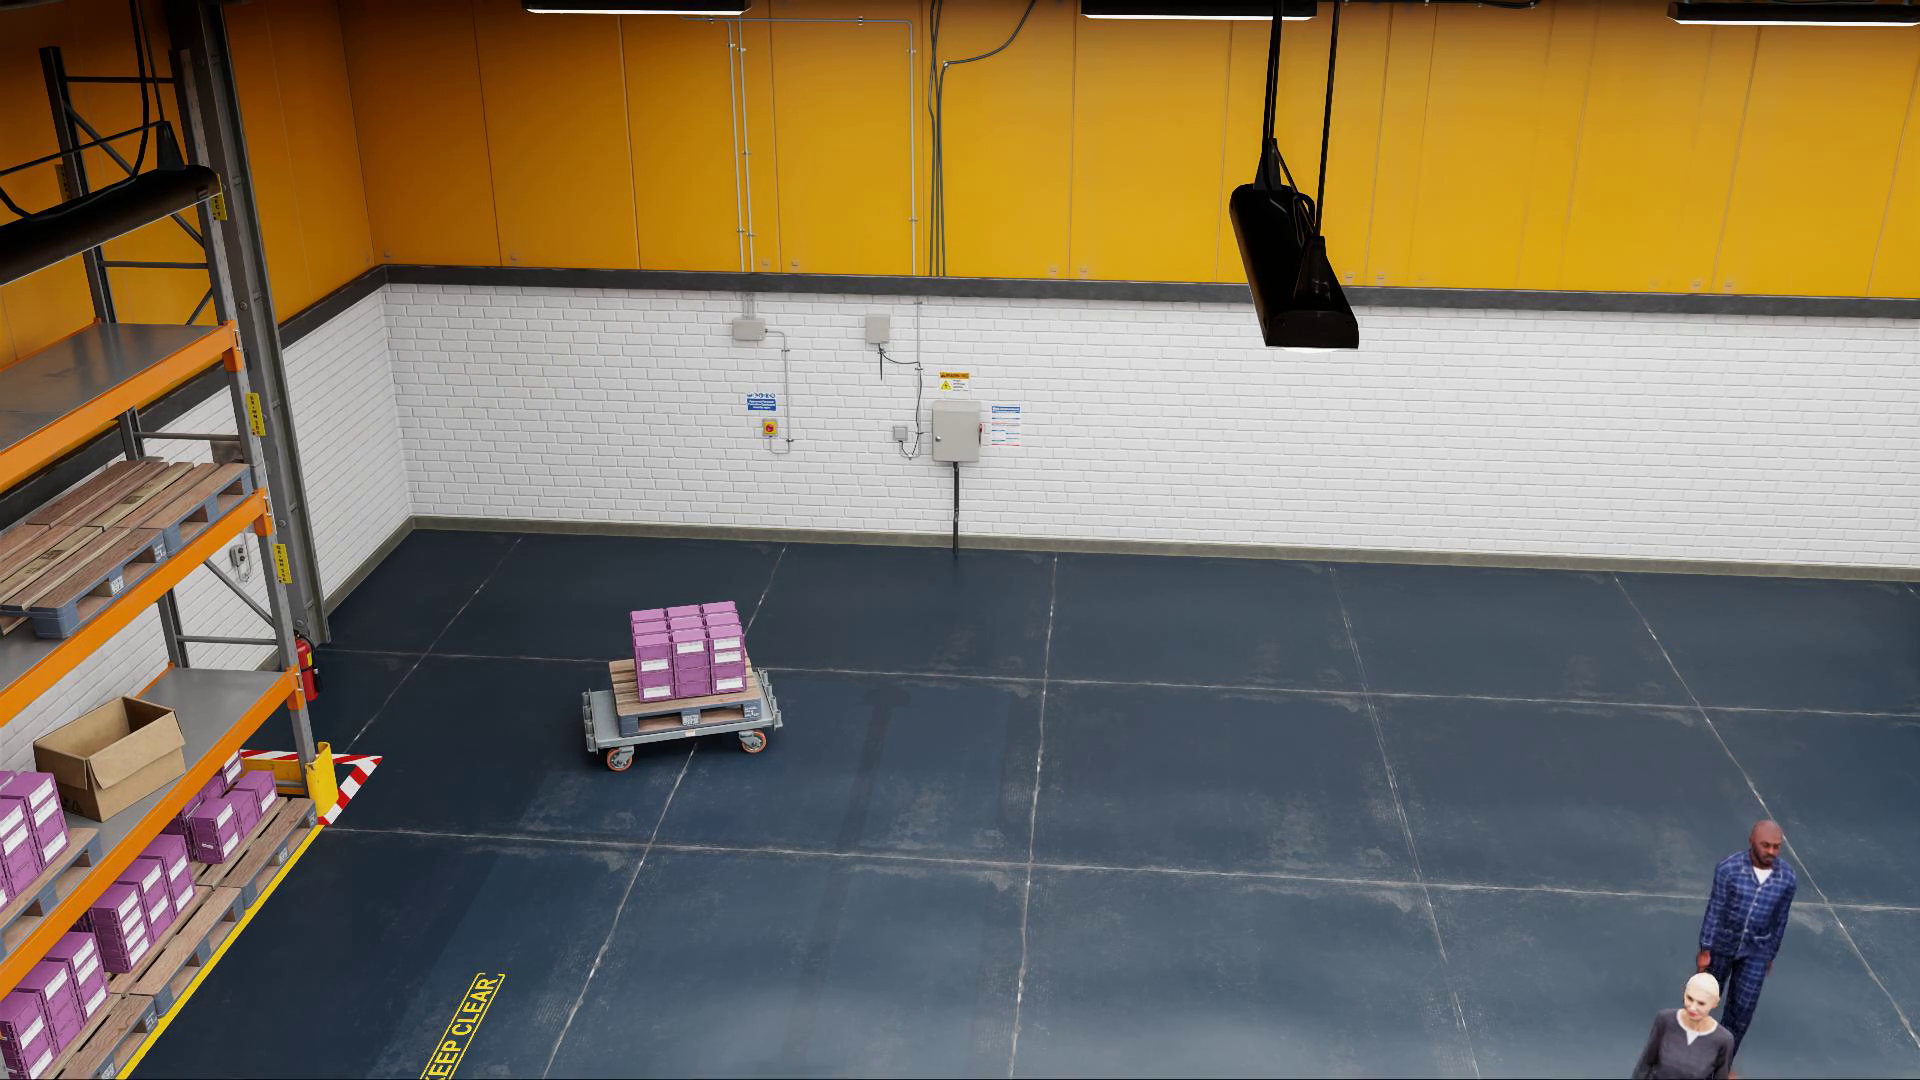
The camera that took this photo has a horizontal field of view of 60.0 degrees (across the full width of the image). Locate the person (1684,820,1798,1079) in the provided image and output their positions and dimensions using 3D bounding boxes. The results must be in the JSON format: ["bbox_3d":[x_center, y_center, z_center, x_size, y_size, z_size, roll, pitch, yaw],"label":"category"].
[{"bbox_3d":[4.921,2.525,10.581,0.758,1.798,1.045,5,24,12],"label":"person"}]

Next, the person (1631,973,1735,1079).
[{"bbox_3d":[4.062,3.116,9.377,1.027,1.679,1.203,17,29,34],"label":"person"}]
